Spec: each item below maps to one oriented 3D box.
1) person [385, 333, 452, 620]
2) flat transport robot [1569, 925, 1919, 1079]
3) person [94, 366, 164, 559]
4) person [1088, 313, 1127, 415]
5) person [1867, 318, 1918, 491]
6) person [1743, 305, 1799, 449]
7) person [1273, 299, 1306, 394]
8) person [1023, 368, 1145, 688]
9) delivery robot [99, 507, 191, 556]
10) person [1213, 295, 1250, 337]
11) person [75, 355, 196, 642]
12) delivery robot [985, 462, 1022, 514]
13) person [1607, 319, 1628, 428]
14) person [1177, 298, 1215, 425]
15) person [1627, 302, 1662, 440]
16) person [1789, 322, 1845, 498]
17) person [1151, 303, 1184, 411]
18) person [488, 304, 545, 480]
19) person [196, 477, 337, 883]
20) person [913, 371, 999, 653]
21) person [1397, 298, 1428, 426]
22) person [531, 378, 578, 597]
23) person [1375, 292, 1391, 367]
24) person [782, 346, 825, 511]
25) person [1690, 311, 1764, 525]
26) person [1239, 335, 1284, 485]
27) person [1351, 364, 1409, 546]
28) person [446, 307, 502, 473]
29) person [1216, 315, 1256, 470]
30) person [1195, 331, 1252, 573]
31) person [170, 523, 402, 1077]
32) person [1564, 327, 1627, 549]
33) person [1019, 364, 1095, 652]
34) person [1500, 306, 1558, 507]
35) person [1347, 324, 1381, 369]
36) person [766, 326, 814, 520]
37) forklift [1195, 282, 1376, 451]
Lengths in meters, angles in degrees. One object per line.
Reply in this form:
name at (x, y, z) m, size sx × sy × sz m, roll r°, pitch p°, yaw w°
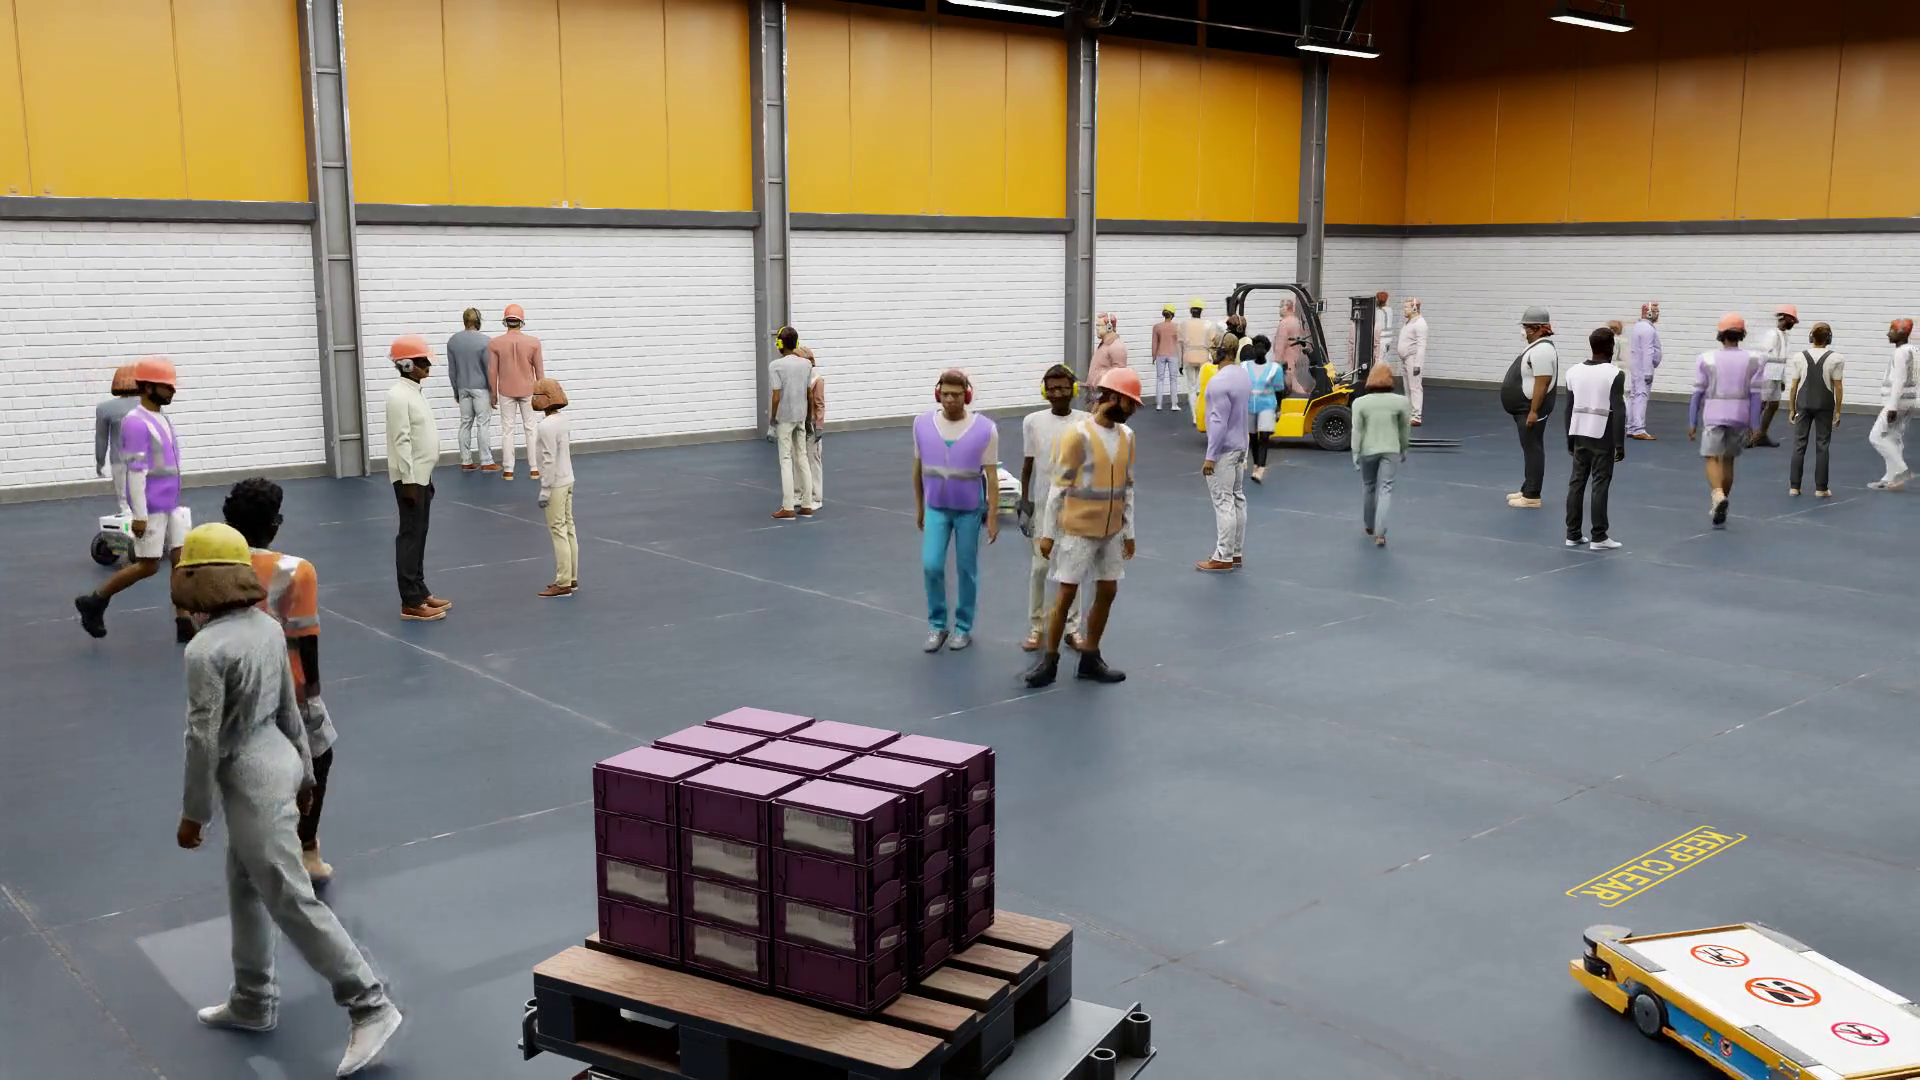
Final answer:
person at (-3.820, -0.445, 11.670) m, size 0.374 × 1.997 × 0.608 m, roll -1°, pitch 10°, yaw -7°
flat transport robot at (2.619, 1.527, 5.172) m, size 0.652 × 0.197 × 1.431 m, roll -3°, pitch 10°, yaw -15°
person at (-6.904, -0.633, 13.858) m, size 0.521 × 1.626 × 0.342 m, roll -6°, pitch 12°, yaw -33°
person at (1.625, -1.580, 18.588) m, size 0.409 × 1.906 × 0.651 m, roll -2°, pitch 10°, yaw -13°
person at (10.055, -1.449, 17.905) m, size 0.407 × 1.873 × 0.600 m, roll 8°, pitch 12°, yaw 37°
person at (10.657, -2.132, 21.893) m, size 0.738 × 1.888 × 0.438 m, roll -9°, pitch 13°, yaw -42°
person at (5.213, -2.875, 26.299) m, size 0.932 × 1.874 × 0.652 m, roll 4°, pitch 11°, yaw 24°
person at (0.723, -0.058, 9.736) m, size 0.737 × 1.888 × 0.459 m, roll -7°, pitch 12°, yaw -34°
delivery robot at (-6.732, -0.129, 13.766) m, size 0.477 × 0.478 × 0.707 m, roll 4°, pitch 10°, yaw 21°
person at (4.199, -2.825, 25.807) m, size 0.619 × 1.937 × 0.792 m, roll -2°, pitch 10°, yaw -12°
person at (-5.308, -0.246, 10.792) m, size 0.827 × 1.909 × 0.547 m, roll -1°, pitch 10°, yaw -4°
delivery robot at (0.356, -0.509, 15.992) m, size 0.477 × 0.478 × 0.707 m, roll -2°, pitch 10°, yaw -12°
person at (9.710, -2.466, 24.648) m, size 0.821 × 1.602 × 0.525 m, roll 5°, pitch 11°, yaw 26°
person at (3.566, -2.689, 25.092) m, size 0.609 × 1.892 × 0.645 m, roll 2°, pitch 10°, yaw 11°
person at (9.496, -2.342, 23.040) m, size 0.400 × 1.910 × 0.643 m, roll 2°, pitch 10°, yaw 10°
person at (8.981, -1.359, 17.470) m, size 0.506 × 1.846 × 0.345 m, roll 7°, pitch 12°, yaw 36°
person at (3.410, -2.998, 27.297) m, size 0.533 × 1.767 × 0.327 m, roll 3°, pitch 10°, yaw 19°
person at (-5.021, -1.673, 18.868) m, size 0.622 × 1.994 × 0.381 m, roll -3°, pitch 10°, yaw -16°
person at (-2.704, 0.585, 6.539) m, size 0.544 × 1.676 × 0.519 m, roll 2°, pitch 10°, yaw 9°
person at (-0.031, -0.170, 10.578) m, size 0.586 × 1.810 × 0.619 m, roll 2°, pitch 10°, yaw 13°
person at (6.726, -2.646, 24.825) m, size 0.400 × 1.910 × 0.643 m, roll 0°, pitch 10°, yaw -2°
person at (-3.030, -0.390, 12.412) m, size 0.281 × 1.634 × 0.498 m, roll 1°, pitch 10°, yaw 3°
person at (7.882, -3.677, 31.046) m, size 0.382 × 1.854 × 0.714 m, roll 6°, pitch 11°, yaw 29°
person at (-1.553, -1.112, 16.627) m, size 0.512 × 1.640 × 0.309 m, roll 8°, pitch 13°, yaw 39°
person at (7.229, -1.138, 15.690) m, size 0.613 × 2.021 × 0.848 m, roll 3°, pitch 10°, yaw 15°
person at (3.304, -1.447, 18.537) m, size 0.540 × 1.650 × 0.879 m, roll 5°, pitch 11°, yaw 27°
person at (3.714, -0.763, 14.736) m, size 0.494 × 1.591 × 0.873 m, roll 3°, pitch 10°, yaw 15°
person at (-5.682, -1.751, 19.488) m, size 0.636 × 1.939 × 0.364 m, roll 3°, pitch 10°, yaw 19°
person at (3.260, -1.749, 19.763) m, size 0.429 × 1.844 × 0.627 m, roll -3°, pitch 10°, yaw -18°
person at (2.122, -0.704, 13.361) m, size 0.371 × 1.940 × 0.627 m, roll 5°, pitch 11°, yaw 29°
person at (-2.143, 0.798, 5.261) m, size 0.743 × 1.704 × 0.542 m, roll 0°, pitch 10°, yaw -1°
person at (5.502, -0.879, 14.439) m, size 0.391 × 1.920 × 0.587 m, roll -6°, pitch 11°, yaw -31°
person at (0.649, -0.197, 10.647) m, size 0.537 × 1.860 × 0.351 m, roll 1°, pitch 10°, yaw 5°
person at (5.763, -1.357, 16.886) m, size 0.539 × 2.000 × 0.688 m, roll 3°, pitch 10°, yaw 17°
person at (6.571, -2.960, 27.094) m, size 0.523 × 1.761 × 0.328 m, roll 4°, pitch 11°, yaw 24°
person at (-1.640, -1.126, 16.051) m, size 0.535 × 1.864 × 0.309 m, roll -9°, pitch 13°, yaw -42°
forklift at (4.328, -2.346, 22.227) m, size 2.313 × 2.155 × 1.214 m, roll 3°, pitch 10°, yaw 16°
